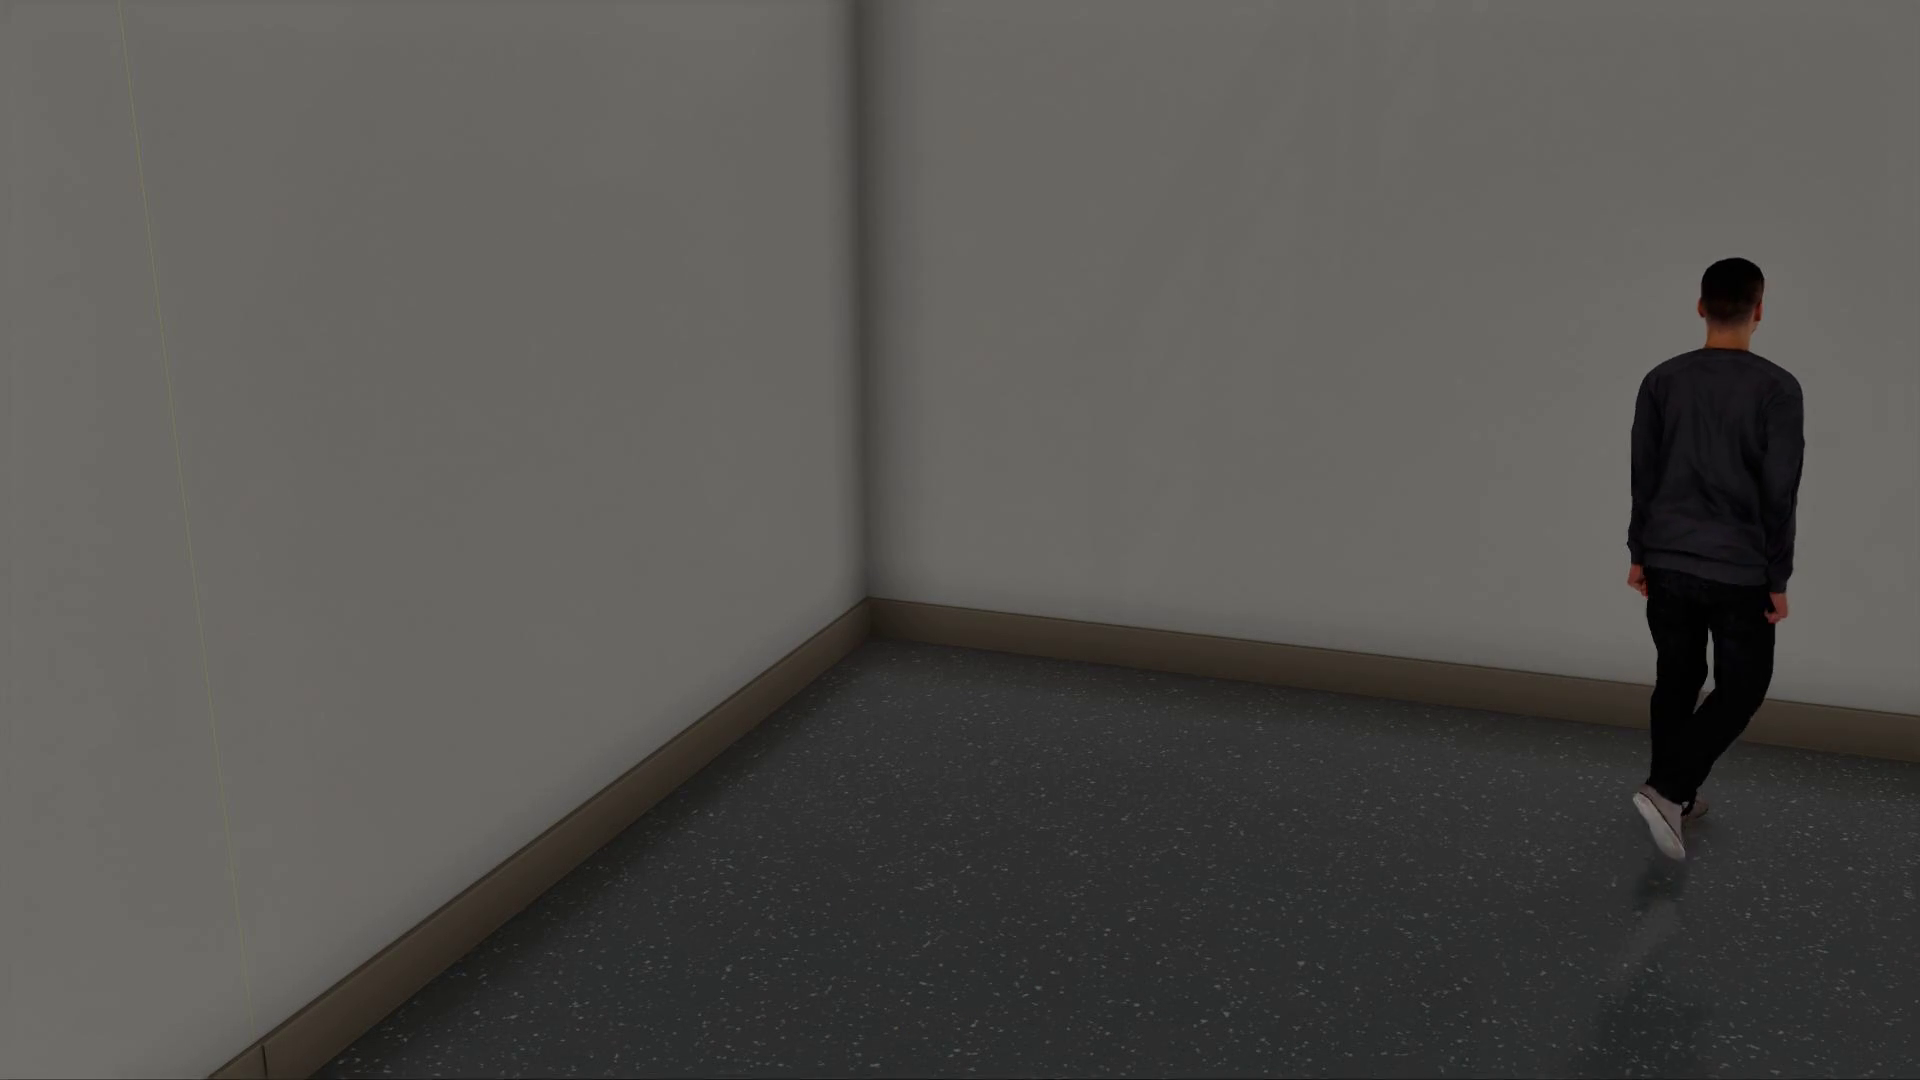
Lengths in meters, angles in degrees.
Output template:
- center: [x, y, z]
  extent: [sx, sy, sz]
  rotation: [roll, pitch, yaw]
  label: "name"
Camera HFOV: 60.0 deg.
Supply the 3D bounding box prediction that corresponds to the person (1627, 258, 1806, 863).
- center: [2.118, 0.094, 4.750]
  extent: [0.845, 1.750, 1.002]
  rotation: [15, 21, 42]
  label: "person"
